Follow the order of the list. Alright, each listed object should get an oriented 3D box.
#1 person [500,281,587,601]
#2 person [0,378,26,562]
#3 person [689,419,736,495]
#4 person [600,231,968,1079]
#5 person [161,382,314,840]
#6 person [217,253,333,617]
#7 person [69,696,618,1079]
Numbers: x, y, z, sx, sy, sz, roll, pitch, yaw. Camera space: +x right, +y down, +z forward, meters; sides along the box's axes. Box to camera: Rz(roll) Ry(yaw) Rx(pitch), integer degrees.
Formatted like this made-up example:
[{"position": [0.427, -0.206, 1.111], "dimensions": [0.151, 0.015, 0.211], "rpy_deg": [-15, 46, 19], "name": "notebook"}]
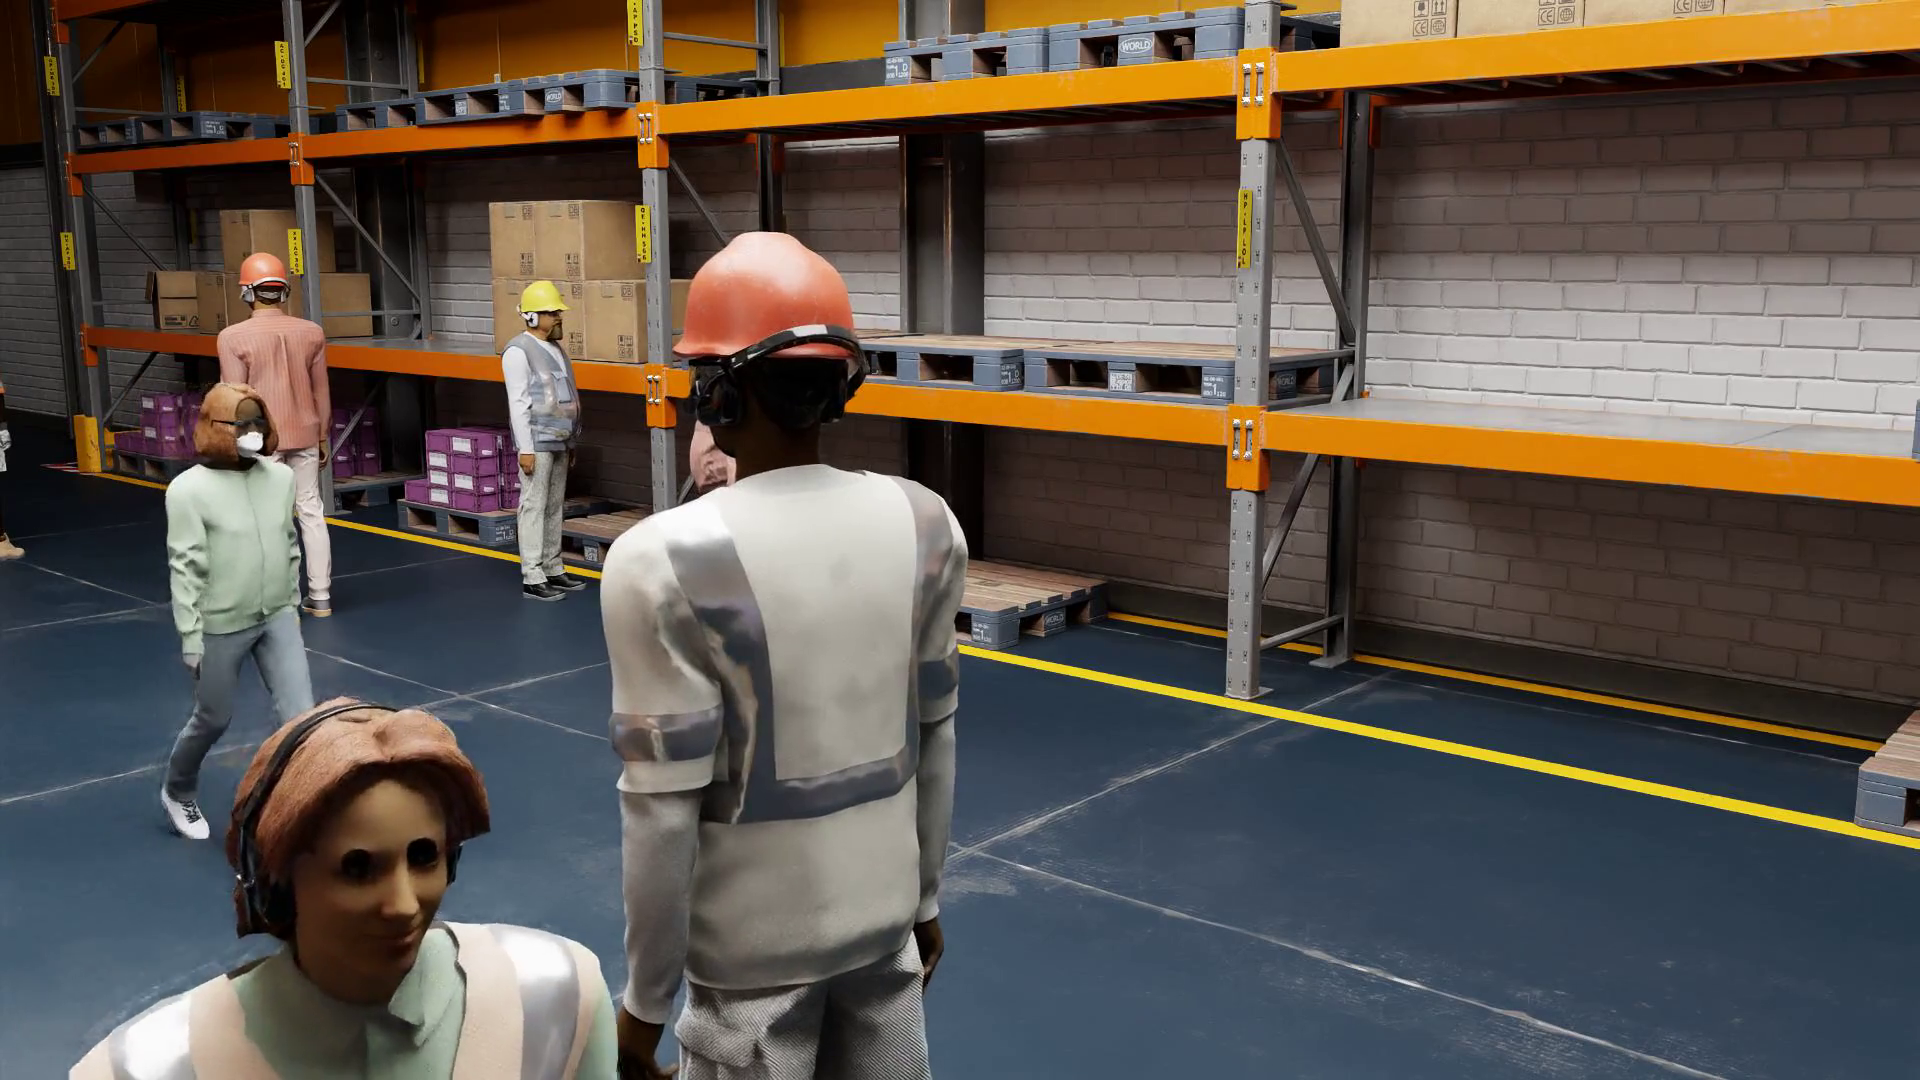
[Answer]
[{"position": [-2.395, -0.577, 9.650], "dimensions": [0.403, 1.835, 0.588], "rpy_deg": [2, 10, 12], "name": "person"}, {"position": [-6.380, -0.696, 10.719], "dimensions": [0.529, 1.697, 0.321], "rpy_deg": [1, 10, 3], "name": "person"}, {"position": [-0.910, -0.127, 6.887], "dimensions": [0.408, 1.905, 0.654], "rpy_deg": [1, 10, 3], "name": "person"}, {"position": [-0.269, 0.569, 2.531], "dimensions": [0.609, 2.044, 0.395], "rpy_deg": [-9, 13, -41], "name": "person"}, {"position": [-2.409, 0.268, 5.514], "dimensions": [0.824, 1.598, 0.512], "rpy_deg": [6, 12, 30], "name": "person"}, {"position": [-3.686, -0.538, 8.971], "dimensions": [0.378, 1.995, 0.610], "rpy_deg": [8, 13, 40], "name": "person"}, {"position": [-0.563, 0.941, 1.616], "dimensions": [0.520, 1.625, 0.420], "rpy_deg": [-8, 13, -40], "name": "person"}]
